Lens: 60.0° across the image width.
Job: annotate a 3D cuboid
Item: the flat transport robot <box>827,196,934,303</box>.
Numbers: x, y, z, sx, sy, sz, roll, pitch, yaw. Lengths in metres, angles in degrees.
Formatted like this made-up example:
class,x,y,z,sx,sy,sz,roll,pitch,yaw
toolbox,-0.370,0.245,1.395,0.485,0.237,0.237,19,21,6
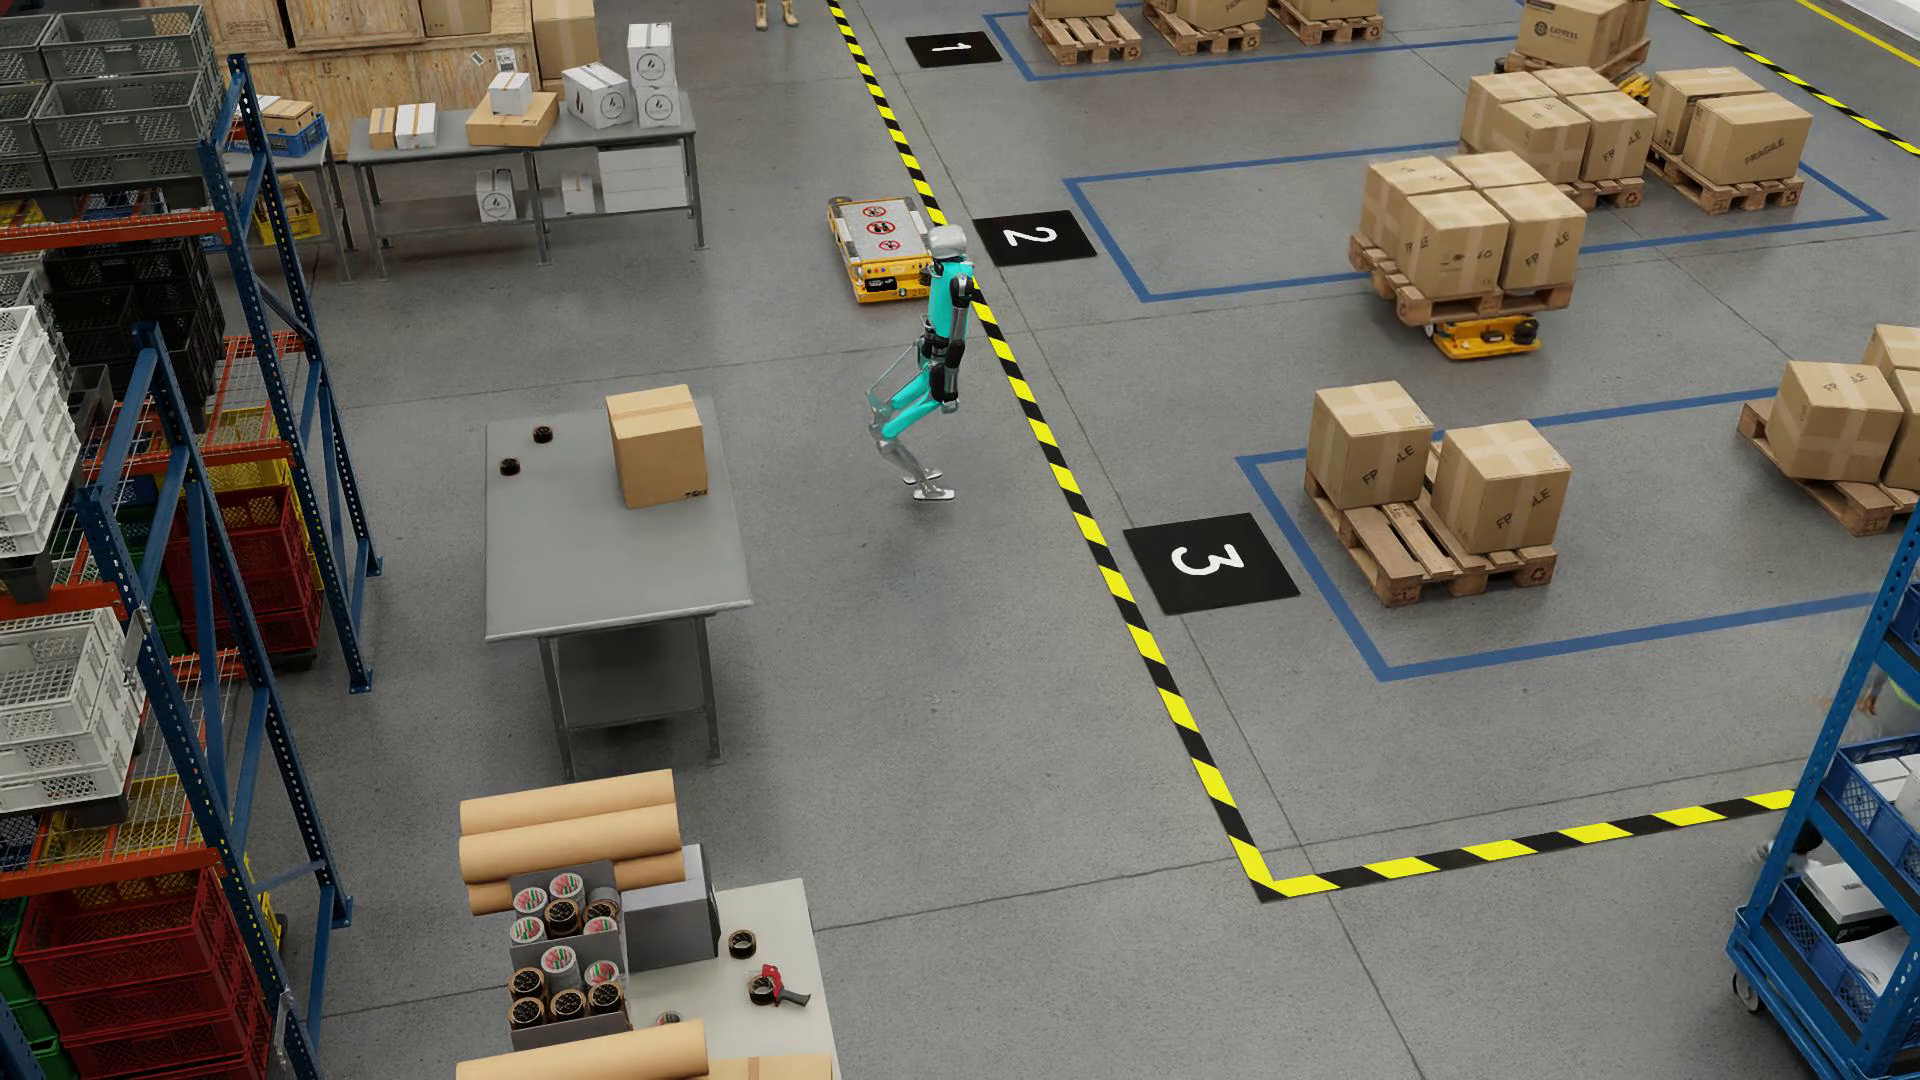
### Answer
class,x,y,z,sx,sy,sz,roll,pitch,yaw
flat transport robot,-0.570,-2.220,12.538,0.659,0.231,1.431,-8,37,-10

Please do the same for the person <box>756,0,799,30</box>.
class,x,y,z,sx,sy,sz,roll,pitch,yaw
person,-1.832,-5.999,16.132,0.607,2.044,0.368,-9,38,-12

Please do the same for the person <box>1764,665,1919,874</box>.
class,x,y,z,sx,sy,sz,roll,pitch,yaw
person,4.149,0.774,7.218,0.906,1.814,0.599,2,37,3

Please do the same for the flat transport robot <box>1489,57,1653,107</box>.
class,x,y,z,sx,sy,sz,roll,pitch,yaw
flat transport robot,5.639,-4.192,15.165,1.431,0.197,0.652,29,45,33

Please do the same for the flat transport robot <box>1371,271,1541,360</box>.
class,x,y,z,sx,sy,sz,roll,pitch,yaw
flat transport robot,3.512,-1.744,11.875,0.652,0.197,1.431,-8,37,-10

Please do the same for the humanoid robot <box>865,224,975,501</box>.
class,x,y,z,sx,sy,sz,roll,pitch,yaw
humanoid robot,-0.281,-0.980,9.528,0.735,1.677,0.533,-8,37,-11
